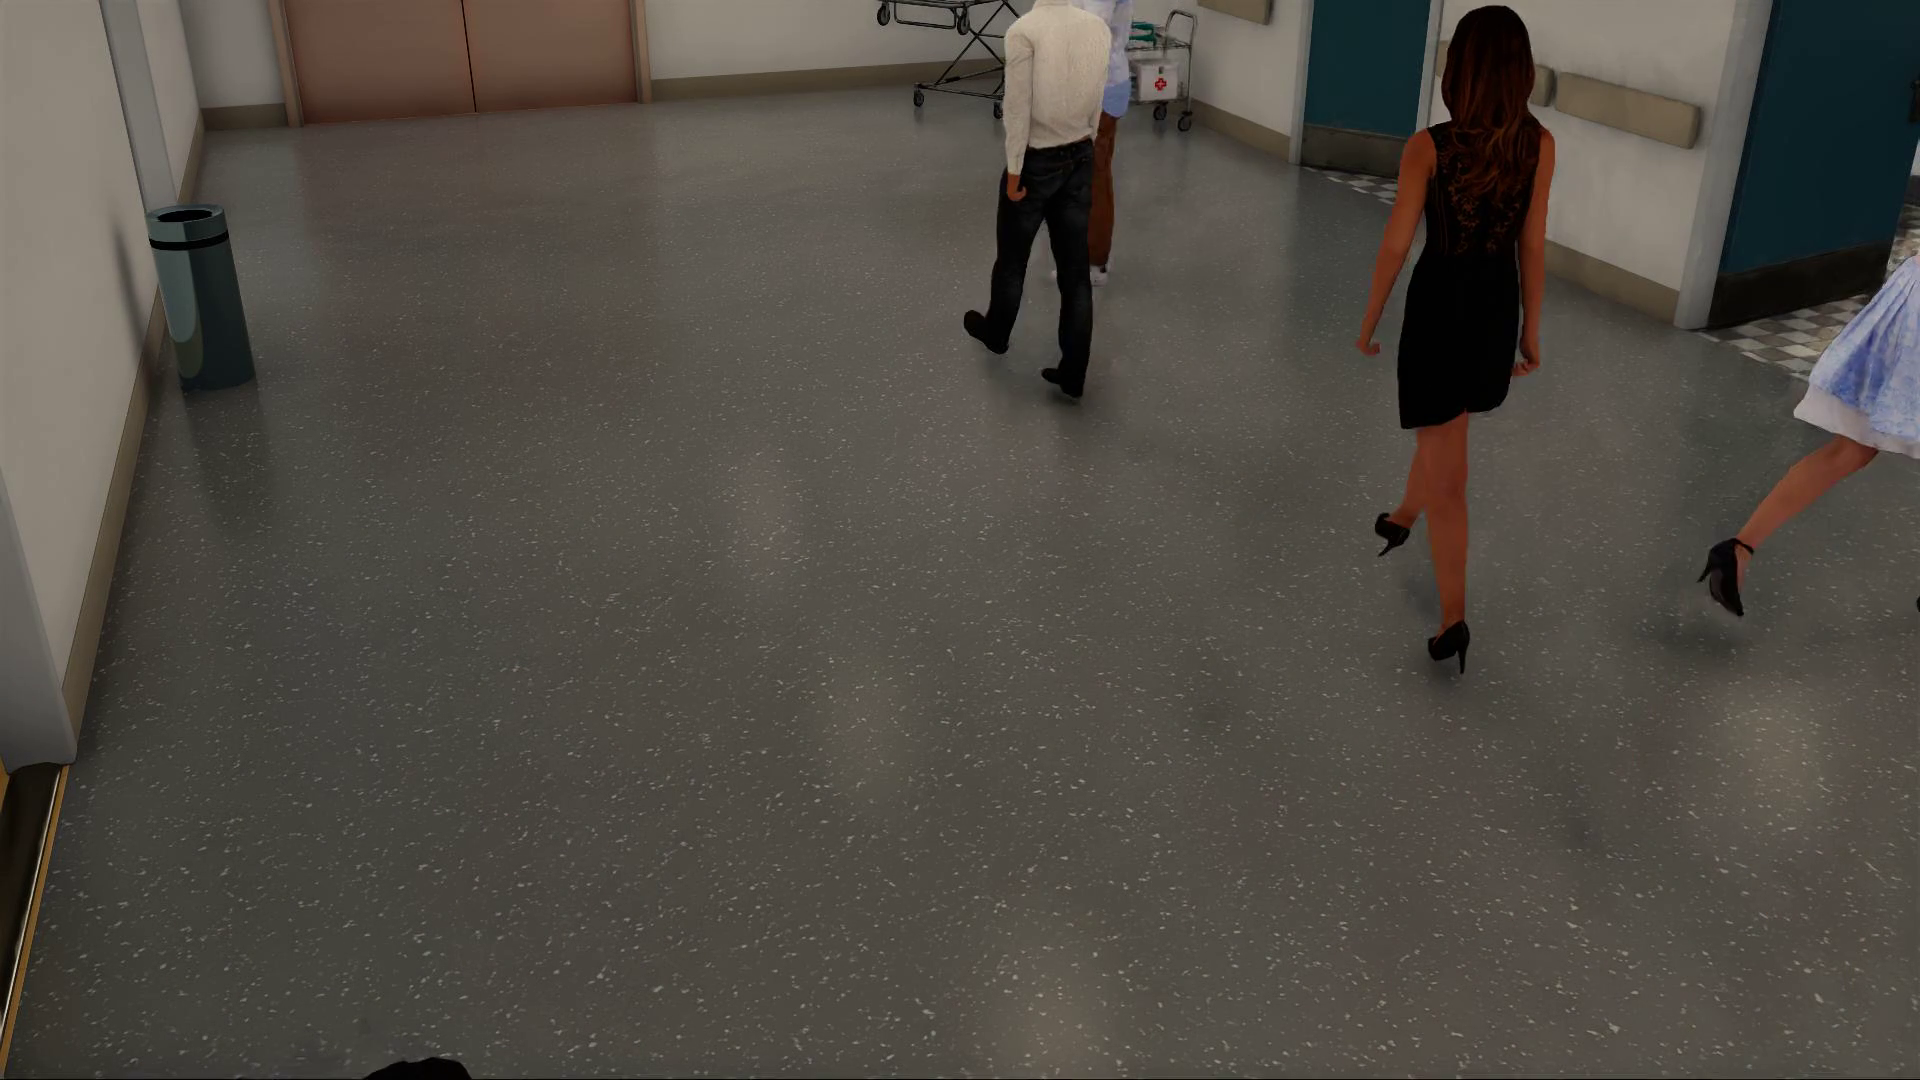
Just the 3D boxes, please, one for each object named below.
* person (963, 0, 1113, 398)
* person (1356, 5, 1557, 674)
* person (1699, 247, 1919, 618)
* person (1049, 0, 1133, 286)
[{"bbox_3d":[0.416,-1.429,6.573,0.795,1.771,1.127,-14,29,-27],"label":"person"},{"bbox_3d":[1.393,-0.476,4.568,0.795,1.797,1.151,-2,26,-4],"label":"person"},{"bbox_3d":[2.619,-0.499,4.634,0.940,1.781,1.173,-2,26,-4],"label":"person"},{"bbox_3d":[0.652,-2.159,8.021,0.850,1.828,0.726,7,27,14],"label":"person"}]
